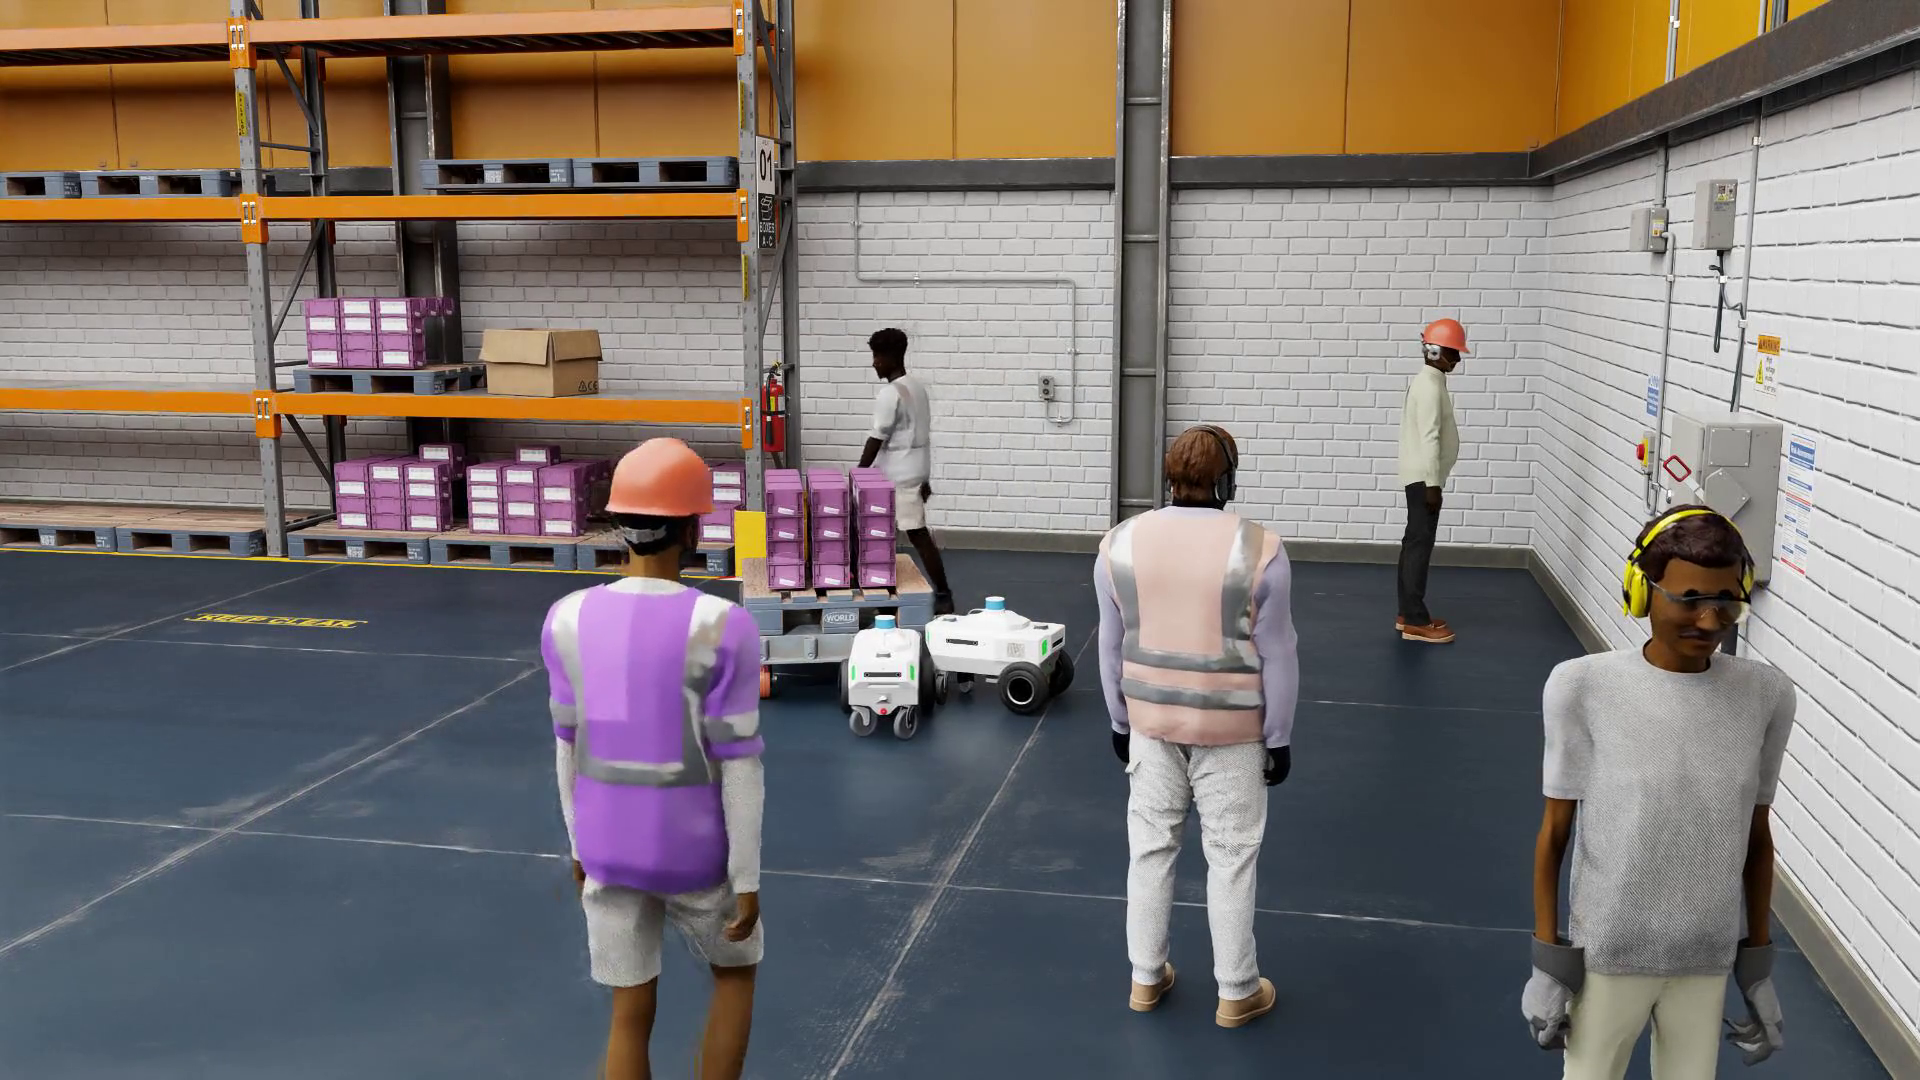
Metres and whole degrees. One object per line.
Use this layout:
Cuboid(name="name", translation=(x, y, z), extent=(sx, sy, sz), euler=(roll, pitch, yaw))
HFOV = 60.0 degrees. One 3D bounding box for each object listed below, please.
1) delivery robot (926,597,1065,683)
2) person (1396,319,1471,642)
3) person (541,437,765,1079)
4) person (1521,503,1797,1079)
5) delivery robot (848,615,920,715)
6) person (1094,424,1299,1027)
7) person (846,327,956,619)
Cuboid(name="delivery robot", translation=(0.184, 0.544, 8.814), extent=(0.707, 0.478, 0.477), euler=(4, 10, 21))
Cuboid(name="person", translation=(2.921, -0.372, 10.321), extent=(0.401, 1.984, 0.611), euler=(2, 10, 12))
Cuboid(name="person", translation=(-0.702, 0.719, 3.959), extent=(0.543, 1.923, 0.424), euler=(2, 10, 11))
Cuboid(name="person", translation=(1.381, 0.855, 3.308), extent=(0.508, 1.861, 0.329), euler=(0, 9, -1))
Cuboid(name="delivery robot", translation=(-0.375, 0.621, 8.352), extent=(0.477, 0.478, 0.707), euler=(0, 9, 0))
Cuboid(name="person", translation=(0.729, 0.567, 5.092), extent=(0.627, 1.844, 0.429), euler=(5, 10, 26))
Cuboid(name="person", translation=(-0.473, -0.423, 10.850), extent=(1.016, 1.901, 0.606), euler=(2, 10, 13))
